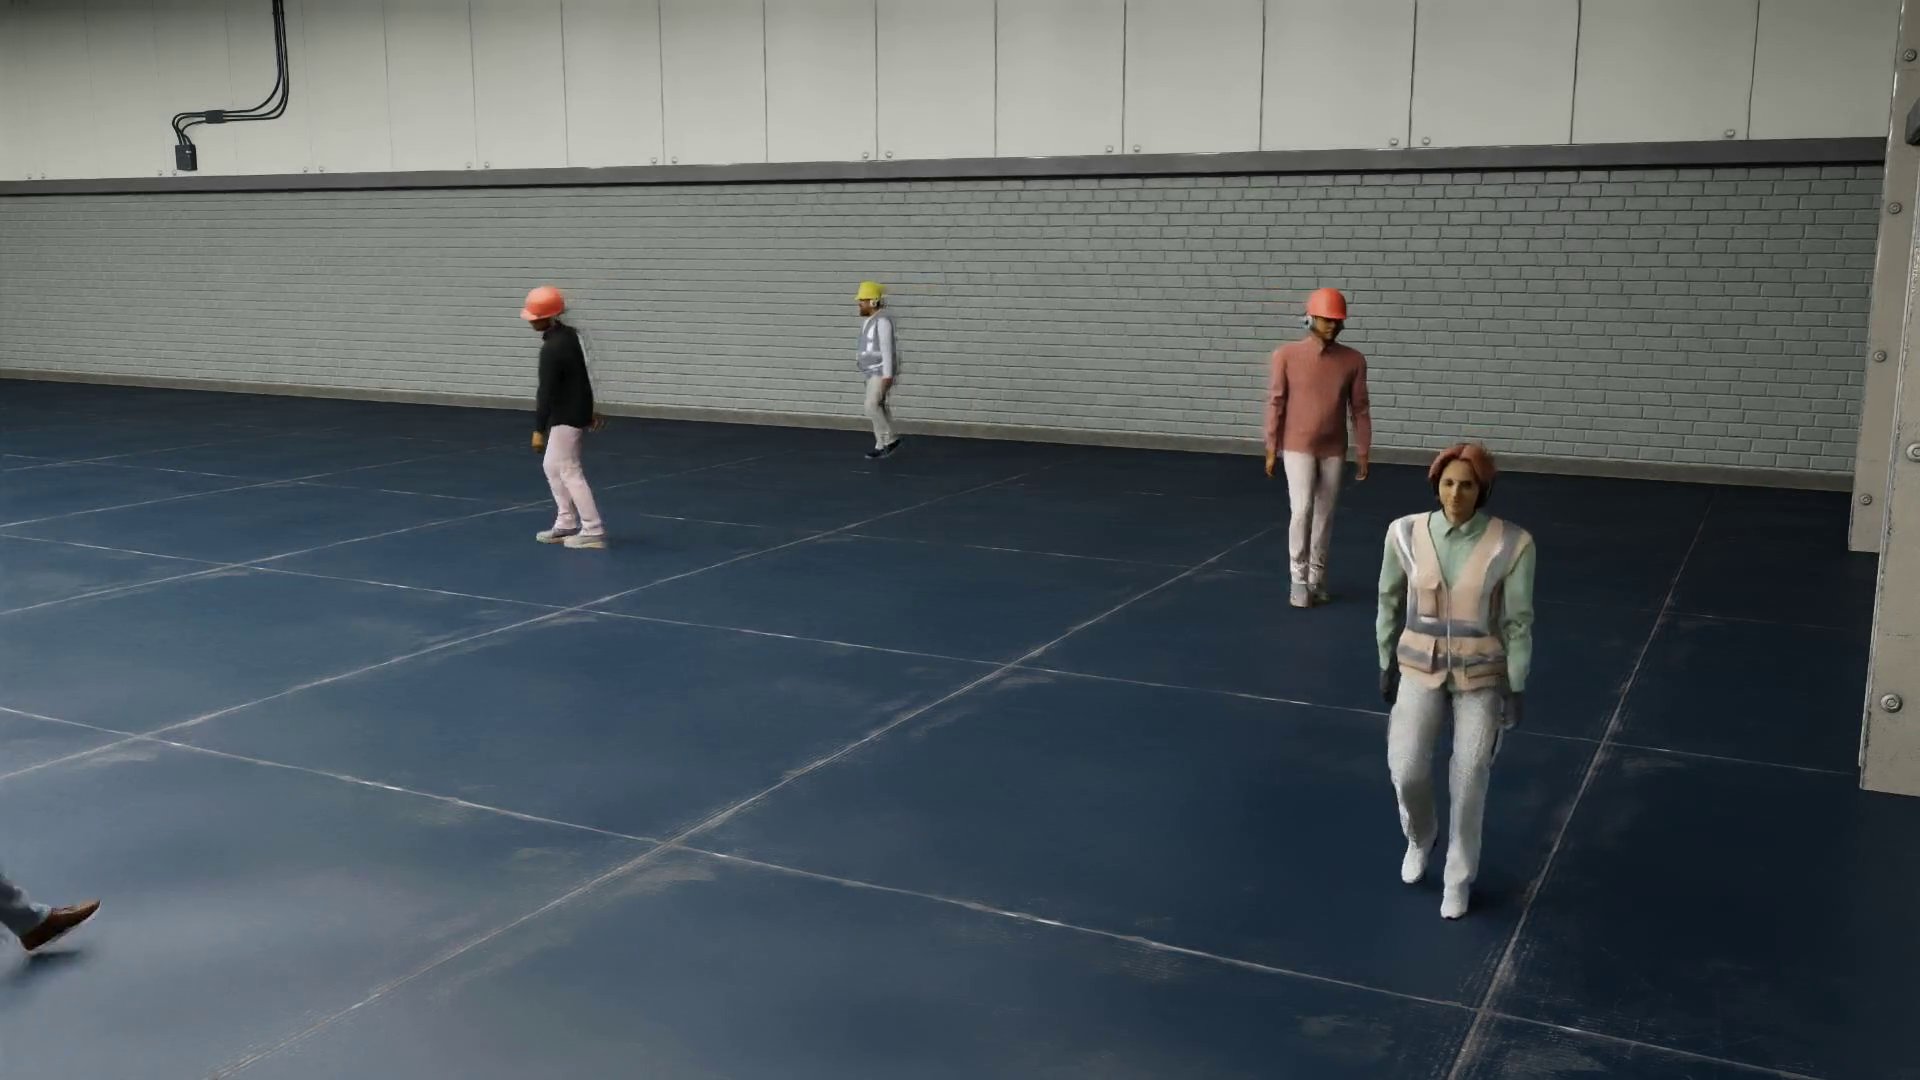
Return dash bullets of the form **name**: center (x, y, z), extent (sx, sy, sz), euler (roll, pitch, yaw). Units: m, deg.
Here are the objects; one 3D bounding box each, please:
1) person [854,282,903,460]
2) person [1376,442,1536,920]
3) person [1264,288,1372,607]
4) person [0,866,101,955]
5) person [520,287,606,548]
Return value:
- **person**: center (-0.861, -1.711, 16.963), extent (0.425, 1.825, 0.638), euler (-4, 11, -20)
- **person**: center (1.652, 0.474, 5.600), extent (0.522, 1.627, 0.361), euler (5, 11, 25)
- **person**: center (2.229, -0.554, 10.246), extent (0.646, 1.969, 0.634), euler (-1, 10, -7)
- **person**: center (-3.095, 0.601, 4.986), extent (0.857, 1.581, 0.520), euler (-9, 13, -39)
- **person**: center (-2.909, -0.872, 12.089), extent (0.625, 1.931, 0.693), euler (0, 10, -3)
